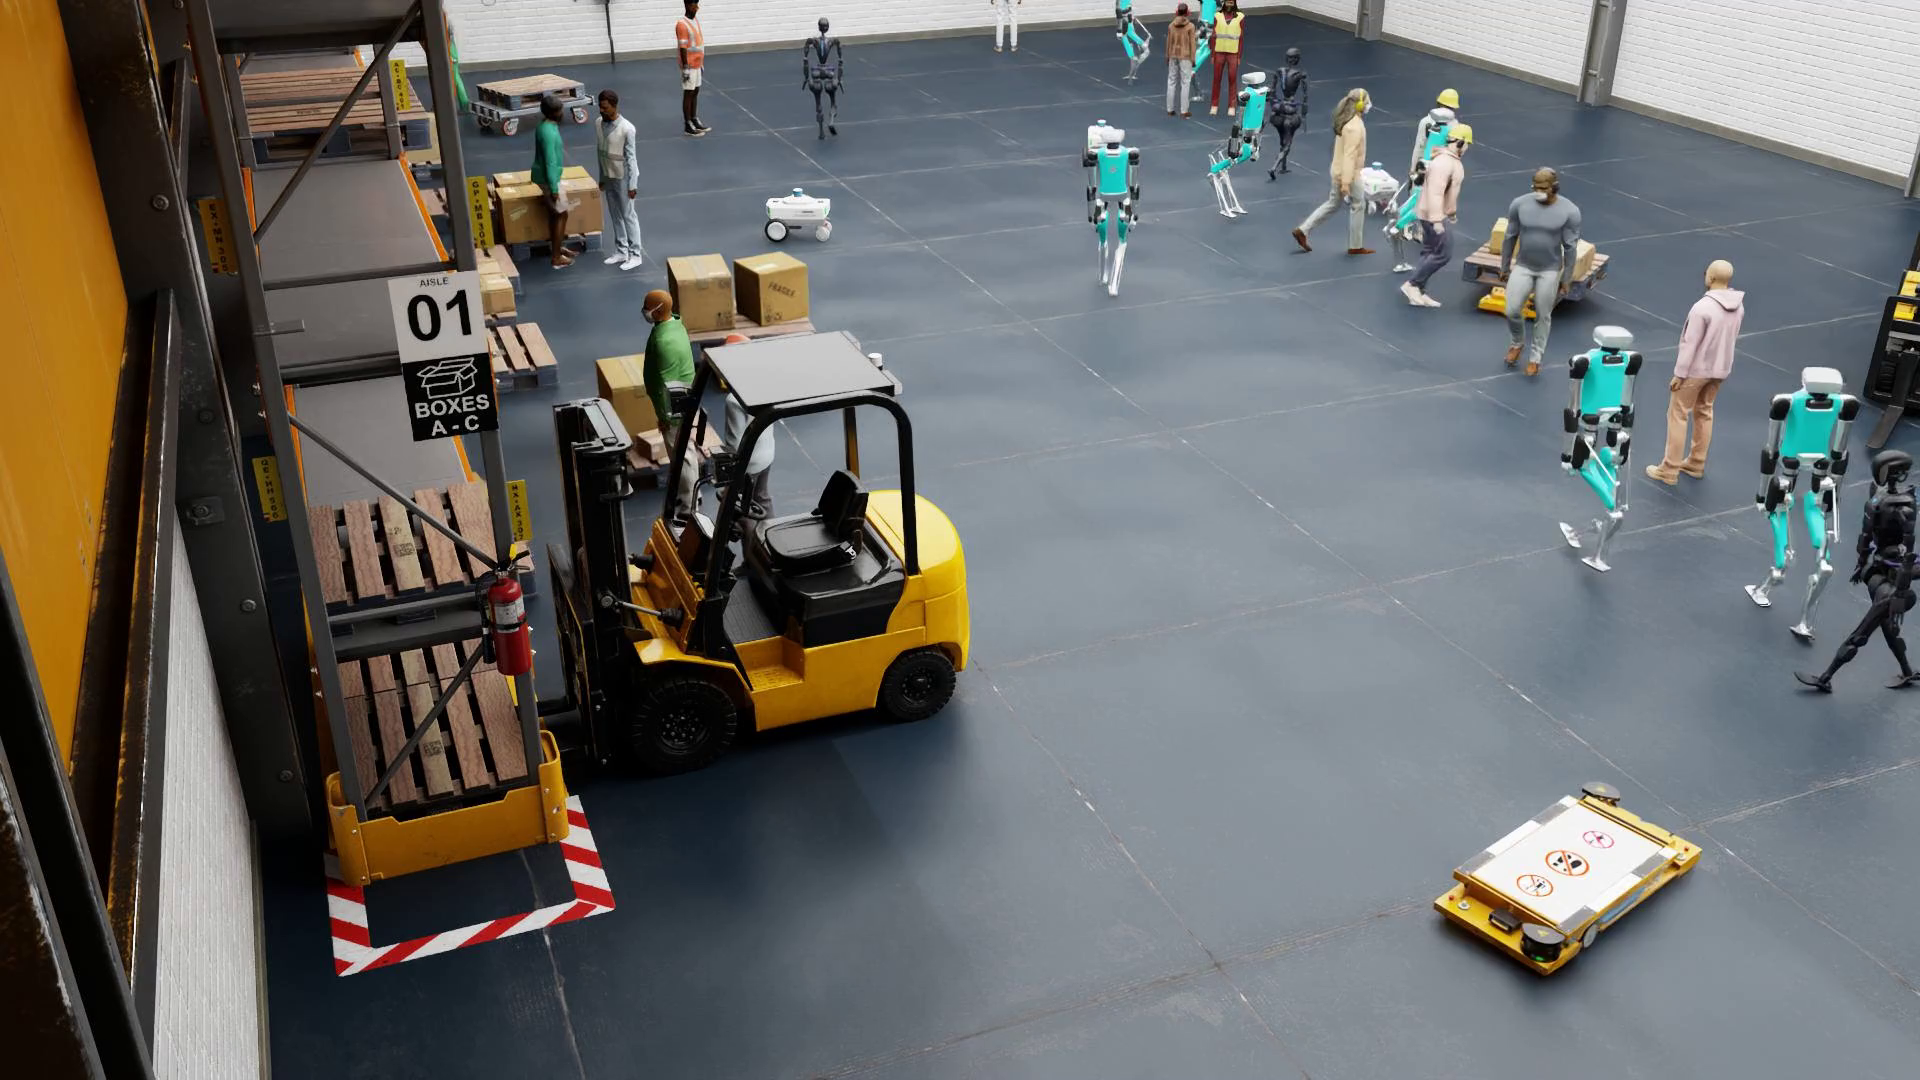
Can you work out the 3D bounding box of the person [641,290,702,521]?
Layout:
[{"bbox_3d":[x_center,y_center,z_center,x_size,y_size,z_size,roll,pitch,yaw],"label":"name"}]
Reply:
[{"bbox_3d":[-2.128,-0.996,12.292,0.386,1.777,0.544,-2,27,-3],"label":"person"}]

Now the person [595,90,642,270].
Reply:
[{"bbox_3d":[-3.669,-3.884,17.892,0.585,1.911,0.400,22,34,36],"label":"person"}]

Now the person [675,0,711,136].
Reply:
[{"bbox_3d":[-3.781,-6.727,23.487,0.378,1.959,0.606,6,27,11],"label":"person"}]

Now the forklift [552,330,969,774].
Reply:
[{"bbox_3d":[-1.094,0.010,9.831,2.313,2.155,1.214,-10,28,-20],"label":"forklift"}]

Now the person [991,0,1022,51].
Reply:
[{"bbox_3d":[0.812,-9.556,29.201,0.574,1.882,0.356,-3,27,-6],"label":"person"}]

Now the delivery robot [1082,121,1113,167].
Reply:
[{"bbox_3d":[1.880,-5.279,22.166,0.499,0.592,0.774,1,27,3],"label":"delivery robot"}]

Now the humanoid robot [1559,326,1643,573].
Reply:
[{"bbox_3d":[4.471,-0.544,11.435,0.550,1.741,0.980,-7,28,-14],"label":"humanoid robot"}]

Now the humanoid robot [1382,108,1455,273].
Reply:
[{"bbox_3d":[4.794,-3.667,17.669,0.800,1.773,0.532,-7,28,-14],"label":"humanoid robot"}]

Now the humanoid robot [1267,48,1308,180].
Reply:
[{"bbox_3d":[4.153,-5.477,21.347,0.588,1.634,0.710,23,35,38],"label":"humanoid robot"}]

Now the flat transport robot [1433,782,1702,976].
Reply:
[{"bbox_3d":[3.152,1.717,8.572,1.431,0.231,0.659,-20,33,-35],"label":"flat transport robot"}]

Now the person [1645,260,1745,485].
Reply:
[{"bbox_3d":[5.758,-1.286,12.873,0.538,1.772,0.403,-13,29,-24],"label":"person"}]

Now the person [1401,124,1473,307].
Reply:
[{"bbox_3d":[4.794,-3.243,16.702,0.484,1.822,0.825,10,28,19],"label":"person"}]

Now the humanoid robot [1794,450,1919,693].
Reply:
[{"bbox_3d":[5.623,0.211,10.068,0.830,1.605,0.609,1,27,2],"label":"humanoid robot"}]

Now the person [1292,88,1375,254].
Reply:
[{"bbox_3d":[4.180,-4.047,18.302,0.869,1.844,0.561,-1,27,-3],"label":"person"}]

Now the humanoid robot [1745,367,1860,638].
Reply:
[{"bbox_3d":[5.483,-0.188,10.751,0.547,1.777,0.931,3,27,6],"label":"humanoid robot"}]

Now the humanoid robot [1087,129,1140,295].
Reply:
[{"bbox_3d":[1.558,-3.348,17.108,0.553,1.873,0.833,2,27,4],"label":"humanoid robot"}]

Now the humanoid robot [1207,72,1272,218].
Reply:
[{"bbox_3d":[3.196,-4.646,19.446,0.533,1.677,0.735,-23,34,-37],"label":"humanoid robot"}]

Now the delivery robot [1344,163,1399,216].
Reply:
[{"bbox_3d":[5.022,-4.273,20.158,0.499,0.585,0.775,-5,27,-10],"label":"delivery robot"}]

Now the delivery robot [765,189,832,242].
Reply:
[{"bbox_3d":[-1.867,-3.720,19.085,0.813,0.609,0.499,1,27,1],"label":"delivery robot"}]

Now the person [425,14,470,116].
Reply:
[{"bbox_3d":[-7.692,-7.143,24.481,0.778,1.814,0.506,-12,29,-22],"label":"person"}]

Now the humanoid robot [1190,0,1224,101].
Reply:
[{"bbox_3d":[3.669,-7.593,25.473,0.804,1.790,0.559,-14,30,-26],"label":"humanoid robot"}]

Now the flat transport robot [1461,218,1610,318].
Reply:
[{"bbox_3d":[5.908,-2.604,17.167,0.659,0.231,1.431,17,31,30],"label":"flat transport robot"}]

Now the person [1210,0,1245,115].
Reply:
[{"bbox_3d":[3.952,-7.207,24.661,0.470,1.764,0.365,6,27,12],"label":"person"}]

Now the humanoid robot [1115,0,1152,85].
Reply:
[{"bbox_3d":[2.806,-8.155,26.699,0.720,1.899,0.542,12,29,22],"label":"humanoid robot"}]

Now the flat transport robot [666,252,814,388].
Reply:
[{"bbox_3d":[-2.025,-1.770,15.509,0.659,0.231,1.431,-7,28,-14],"label":"flat transport robot"}]

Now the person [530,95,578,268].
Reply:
[{"bbox_3d":[-4.422,-3.883,17.981,0.425,1.834,0.566,-9,28,-17],"label":"person"}]

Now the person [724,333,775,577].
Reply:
[{"bbox_3d":[-1.474,-0.589,11.524,0.351,1.737,0.572,9,28,18],"label":"person"}]

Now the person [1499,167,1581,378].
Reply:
[{"bbox_3d":[5.183,-2.417,14.963,0.669,1.917,0.418,15,30,28],"label":"person"}]

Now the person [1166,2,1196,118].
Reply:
[{"bbox_3d":[3.243,-7.075,24.529,0.475,1.644,0.326,15,30,27],"label":"person"}]

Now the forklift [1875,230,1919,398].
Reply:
[{"bbox_3d":[9.029,-2.397,14.618,1.214,2.155,2.313,18,32,32],"label":"forklift"}]

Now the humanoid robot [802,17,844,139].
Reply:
[{"bbox_3d":[-1.922,-6.452,23.258,0.598,1.647,0.366,-1,27,-1],"label":"humanoid robot"}]

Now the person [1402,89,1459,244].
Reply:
[{"bbox_3d":[5.309,-4.174,18.638,0.545,1.741,0.374,-11,29,-20],"label":"person"}]
